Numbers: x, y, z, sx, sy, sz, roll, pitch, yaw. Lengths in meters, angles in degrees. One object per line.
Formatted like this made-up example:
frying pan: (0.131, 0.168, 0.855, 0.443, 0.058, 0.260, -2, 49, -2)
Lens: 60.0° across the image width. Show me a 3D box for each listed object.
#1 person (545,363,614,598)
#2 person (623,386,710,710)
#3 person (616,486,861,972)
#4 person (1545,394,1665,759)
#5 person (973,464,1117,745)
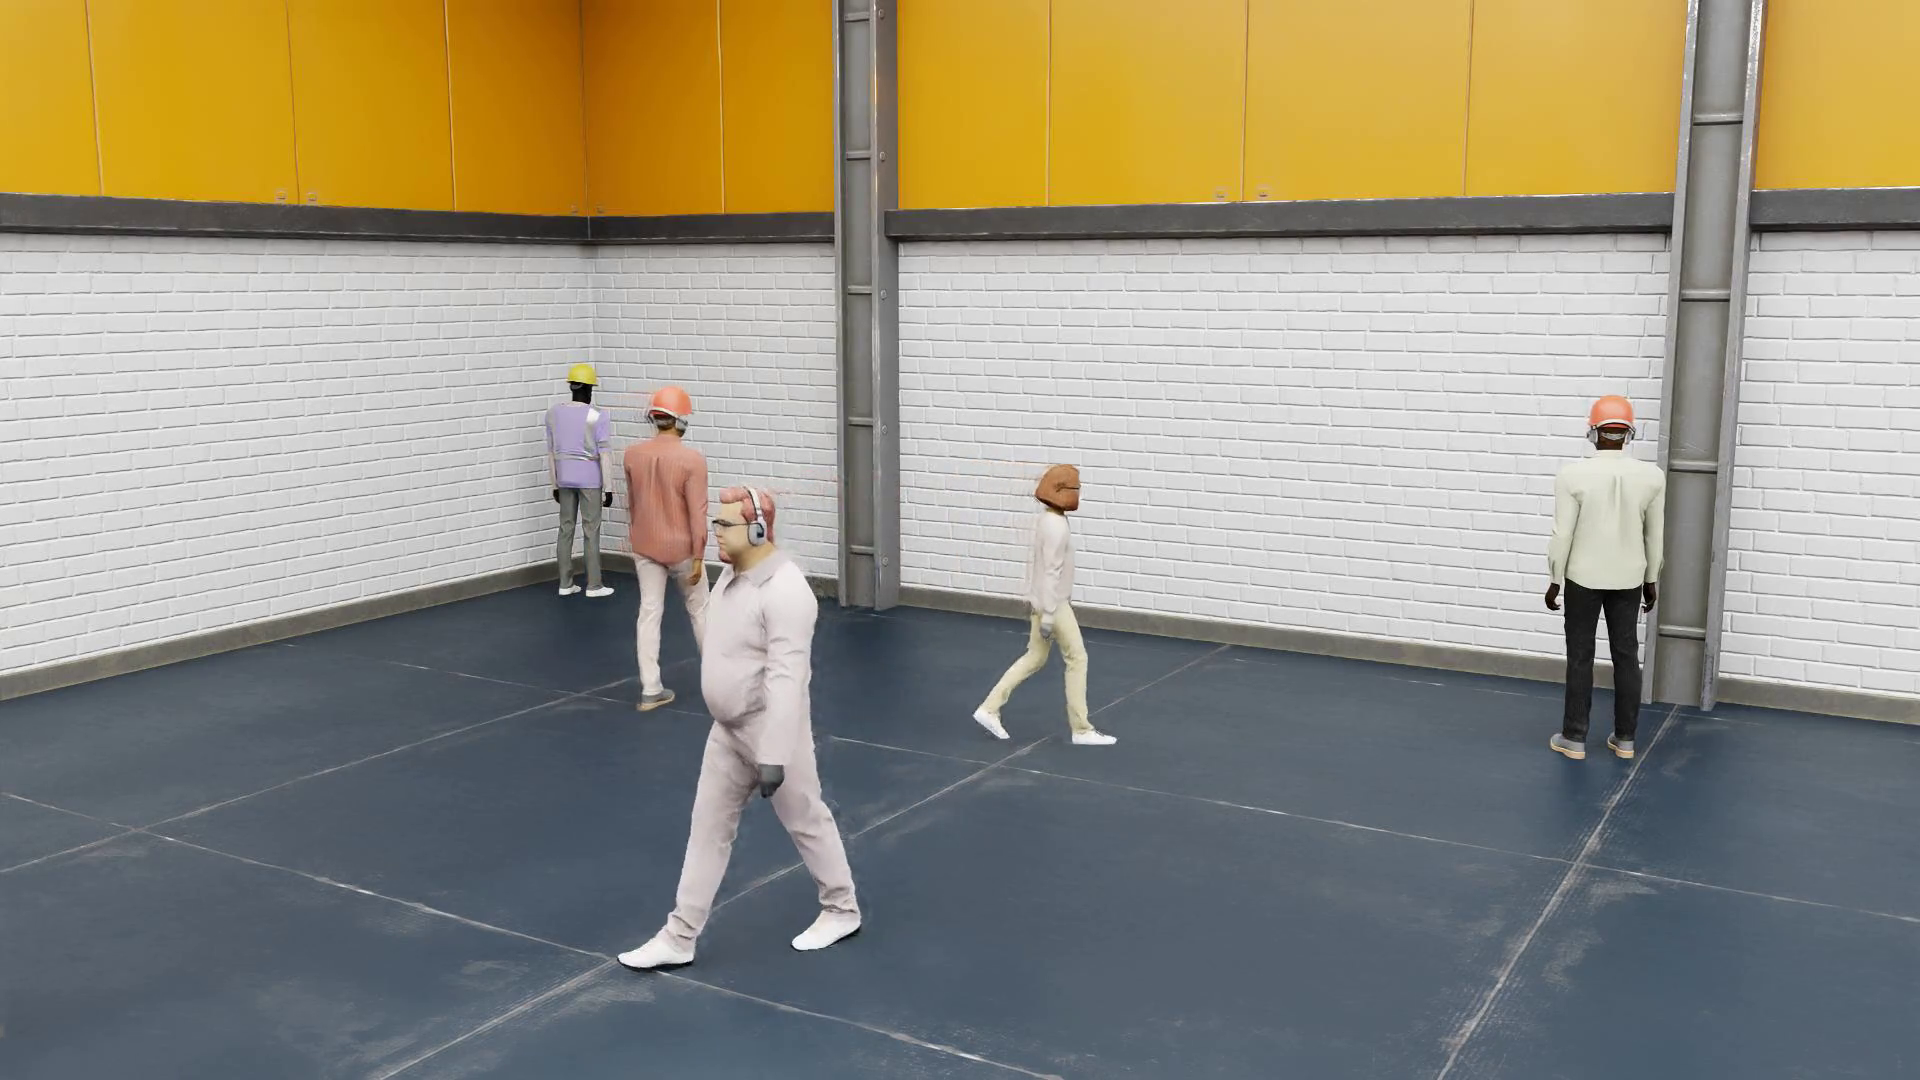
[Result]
person: (-3.092, -0.481, 13.607, 0.584, 1.919, 0.388, 3, 9, 16)
person: (-1.744, 0.028, 10.316, 0.619, 1.959, 0.864, 3, 10, 19)
person: (-0.803, 0.717, 6.328, 0.986, 1.852, 0.664, -6, 11, -34)
person: (3.509, 0.204, 9.089, 0.622, 1.992, 0.394, 0, 9, 0)
person: (0.461, 0.365, 9.306, 0.763, 1.602, 0.501, -1, 9, -6)
